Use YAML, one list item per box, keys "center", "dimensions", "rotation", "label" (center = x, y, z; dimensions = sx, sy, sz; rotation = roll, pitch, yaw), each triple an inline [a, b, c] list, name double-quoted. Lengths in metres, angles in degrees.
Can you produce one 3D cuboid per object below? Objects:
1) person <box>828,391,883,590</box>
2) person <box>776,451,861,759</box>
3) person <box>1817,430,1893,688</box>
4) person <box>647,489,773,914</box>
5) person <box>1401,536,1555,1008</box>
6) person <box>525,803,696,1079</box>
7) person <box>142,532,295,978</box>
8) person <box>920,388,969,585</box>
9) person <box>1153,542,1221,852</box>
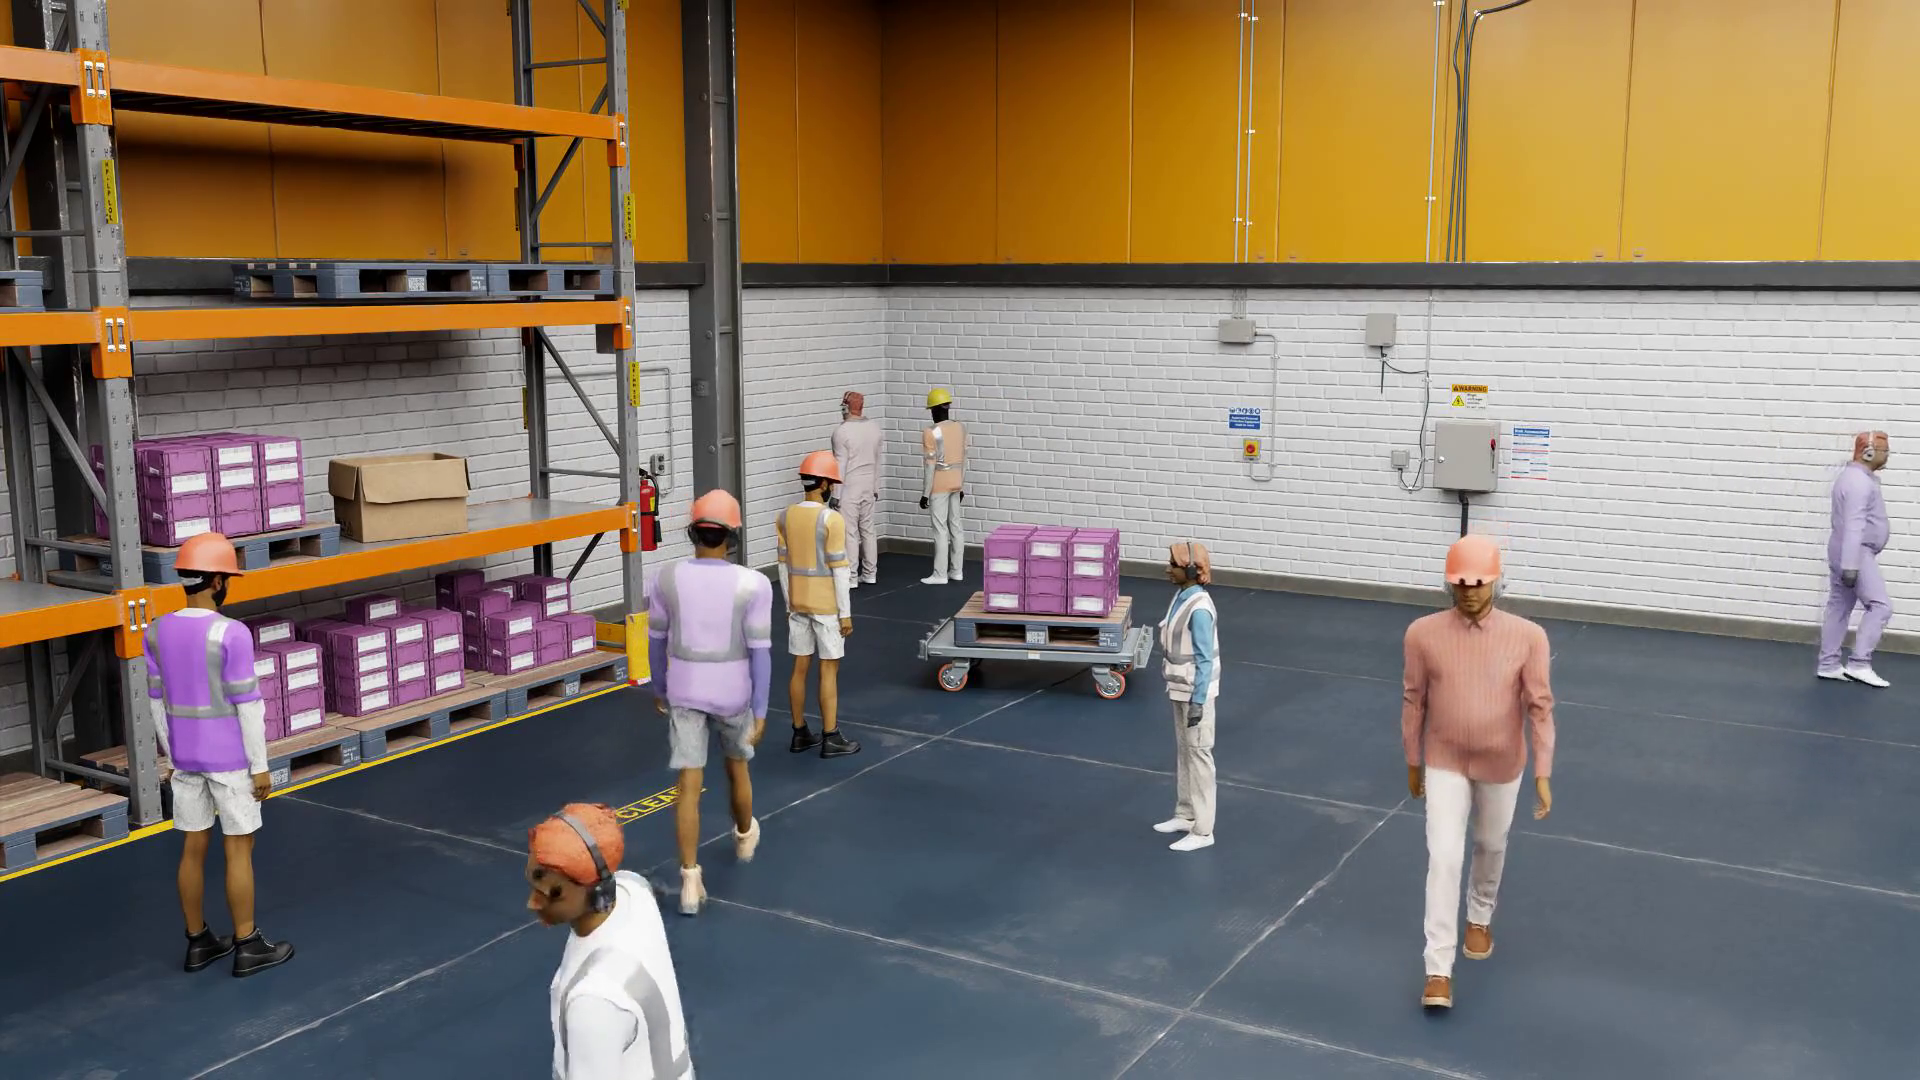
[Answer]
- center: [-1.034, -0.479, 16.029]
  dimensions: [0.407, 1.906, 0.655]
  rotation: [7, 12, 38]
  label: "person"
- center: [-0.886, 0.404, 10.450]
  dimensions: [0.543, 1.928, 0.372]
  rotation: [7, 11, 36]
  label: "person"
- center: [6.673, 0.140, 12.205]
  dimensions: [0.617, 1.885, 0.680]
  rotation: [4, 10, 22]
  label: "person"
- center: [-1.219, 0.746, 8.160]
  dimensions: [0.630, 1.986, 1.067]
  rotation: [0, 9, -1]
  label: "person"
- center: [2.186, 0.941, 7.077]
  dimensions: [0.622, 1.947, 1.018]
  rotation: [3, 10, 17]
  label: "person"
- center: [-0.845, 1.479, 4.020]
  dimensions: [0.605, 1.833, 0.662]
  rotation: [-2, 9, -10]
  label: "person"
- center: [-3.207, 0.926, 7.186]
  dimensions: [0.542, 1.930, 0.366]
  rotation: [3, 10, 17]
  label: "person"
- center: [-0.171, -0.517, 16.223]
  dimensions: [0.373, 1.920, 0.585]
  rotation: [8, 12, 41]
  label: "person"
- center: [1.213, 0.816, 8.770]
  dimensions: [0.315, 1.640, 0.514]
  rotation: [-1, 9, -5]
  label: "person"
